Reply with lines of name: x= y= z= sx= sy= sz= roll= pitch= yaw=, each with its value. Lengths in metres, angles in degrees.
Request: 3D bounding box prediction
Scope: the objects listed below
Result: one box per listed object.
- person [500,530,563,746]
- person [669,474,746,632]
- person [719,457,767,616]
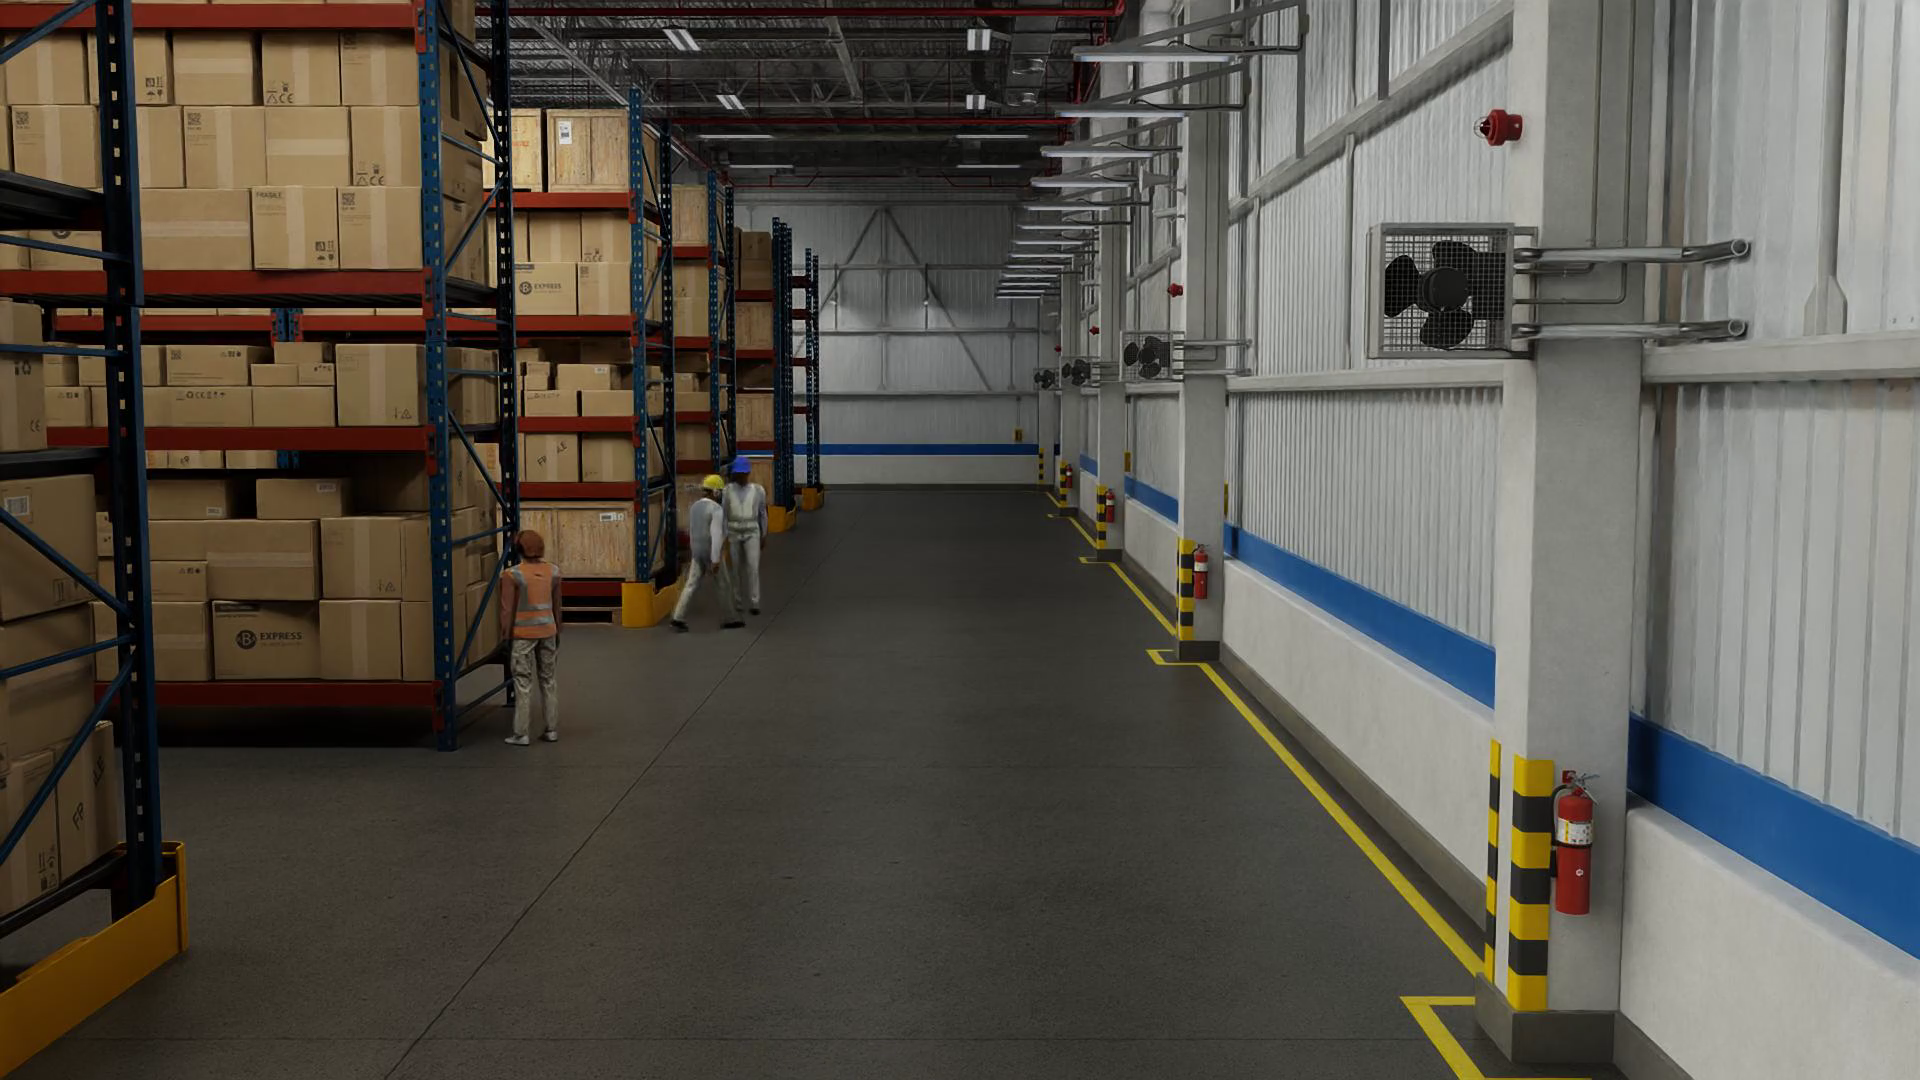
person: x=-3.222 y=0.735 z=12.552 sx=0.315 sy=1.631 sz=0.524 roll=4 pitch=7 yaw=42
person: x=-2.848 y=0.154 z=18.565 sx=0.609 sy=1.785 sz=0.920 roll=5 pitch=7 yaw=44
person: x=-2.630 y=-0.043 z=20.051 sx=0.617 sy=1.895 sz=0.973 roll=-1 pitch=5 yaw=-9
